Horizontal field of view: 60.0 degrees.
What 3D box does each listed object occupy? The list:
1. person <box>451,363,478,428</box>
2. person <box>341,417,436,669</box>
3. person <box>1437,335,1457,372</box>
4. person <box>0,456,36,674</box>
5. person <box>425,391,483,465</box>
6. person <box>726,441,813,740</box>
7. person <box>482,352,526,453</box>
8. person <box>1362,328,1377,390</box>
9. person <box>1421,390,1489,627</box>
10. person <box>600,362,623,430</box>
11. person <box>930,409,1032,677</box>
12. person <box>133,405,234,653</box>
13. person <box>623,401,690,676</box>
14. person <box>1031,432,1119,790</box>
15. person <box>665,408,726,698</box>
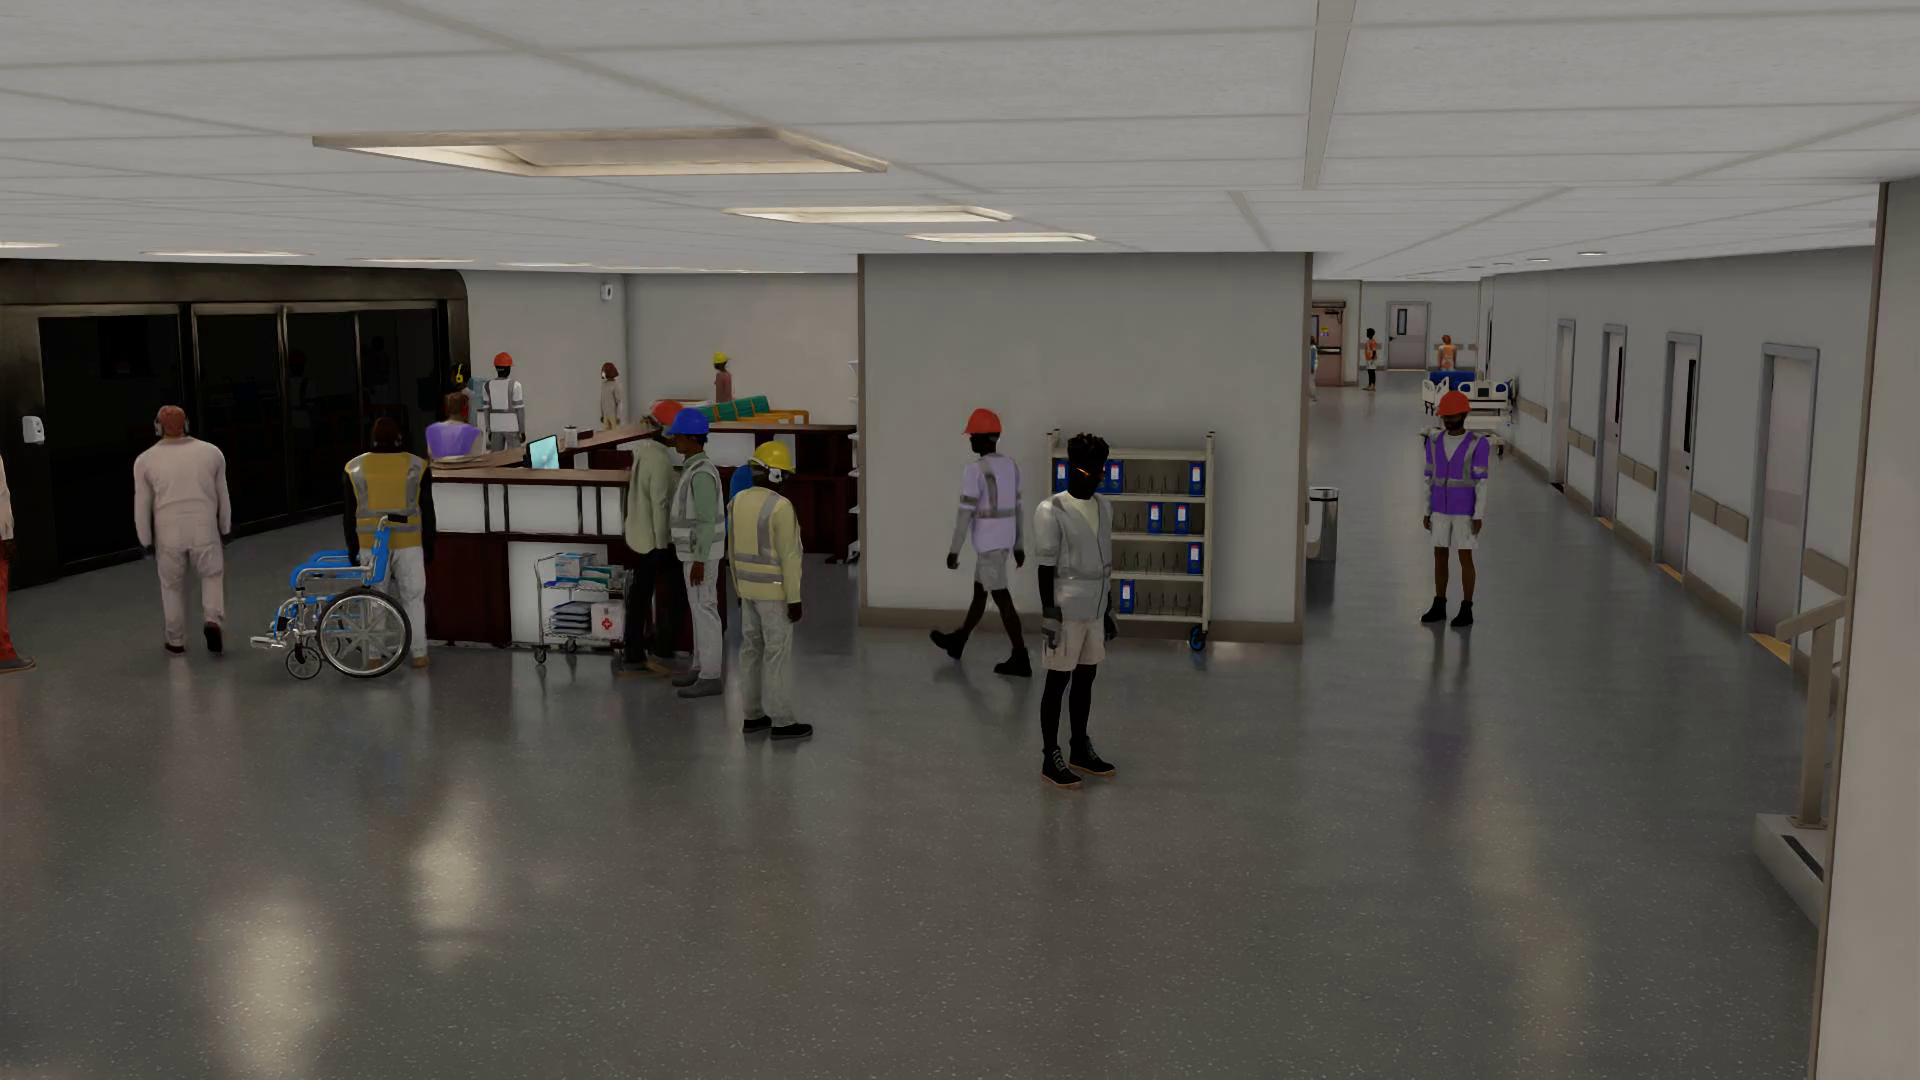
[{"bbox_3d":[-5.870,-1.150,19.684,0.326,1.871,0.520,-1,9,-5],"label":"person"},{"bbox_3d":[-4.103,0.031,11.984,0.633,1.836,0.429,-2,9,-15],"label":"person"},{"bbox_3d":[12.388,-4.420,42.259,0.513,1.602,0.822,0,9,2],"label":"person"},{"bbox_3d":[-6.981,-0.033,11.853,0.608,1.995,0.380,3,9,17],"label":"person"},{"bbox_3d":[-4.669,-0.473,15.389,0.566,1.810,0.936,1,9,5],"label":"person"},{"bbox_3d":[-1.164,0.307,10.174,0.404,1.822,0.589,-8,12,-43],"label":"person"},{"bbox_3d":[-5.835,-1.438,21.366,0.544,1.939,0.354,1,9,9],"label":"person"},{"bbox_3d":[11.154,-4.901,45.156,0.322,1.690,0.536,0,9,-3],"label":"person"},{"bbox_3d":[4.012,-0.254,13.554,0.547,1.929,0.394,8,12,43],"label":"person"},{"bbox_3d":[-5.329,-1.893,25.385,0.283,1.634,0.498,-8,12,-44],"label":"person"},{"bbox_3d":[0.146,0.006,11.948,1.010,1.879,0.566,6,10,33],"label":"person"},{"bbox_3d":[-5.794,-0.069,12.432,0.682,1.889,0.659,-5,10,-30],"label":"person"},{"bbox_3d":[-2.125,0.005,11.699,0.569,1.956,0.685,-5,10,-30],"label":"person"},{"bbox_3d":[0.660,0.381,9.224,0.379,1.959,0.604,8,12,42],"label":"person"},{"bbox_3d":[-1.777,0.083,11.228,0.389,1.949,0.604,-2,9,-14],"label":"person"}]
